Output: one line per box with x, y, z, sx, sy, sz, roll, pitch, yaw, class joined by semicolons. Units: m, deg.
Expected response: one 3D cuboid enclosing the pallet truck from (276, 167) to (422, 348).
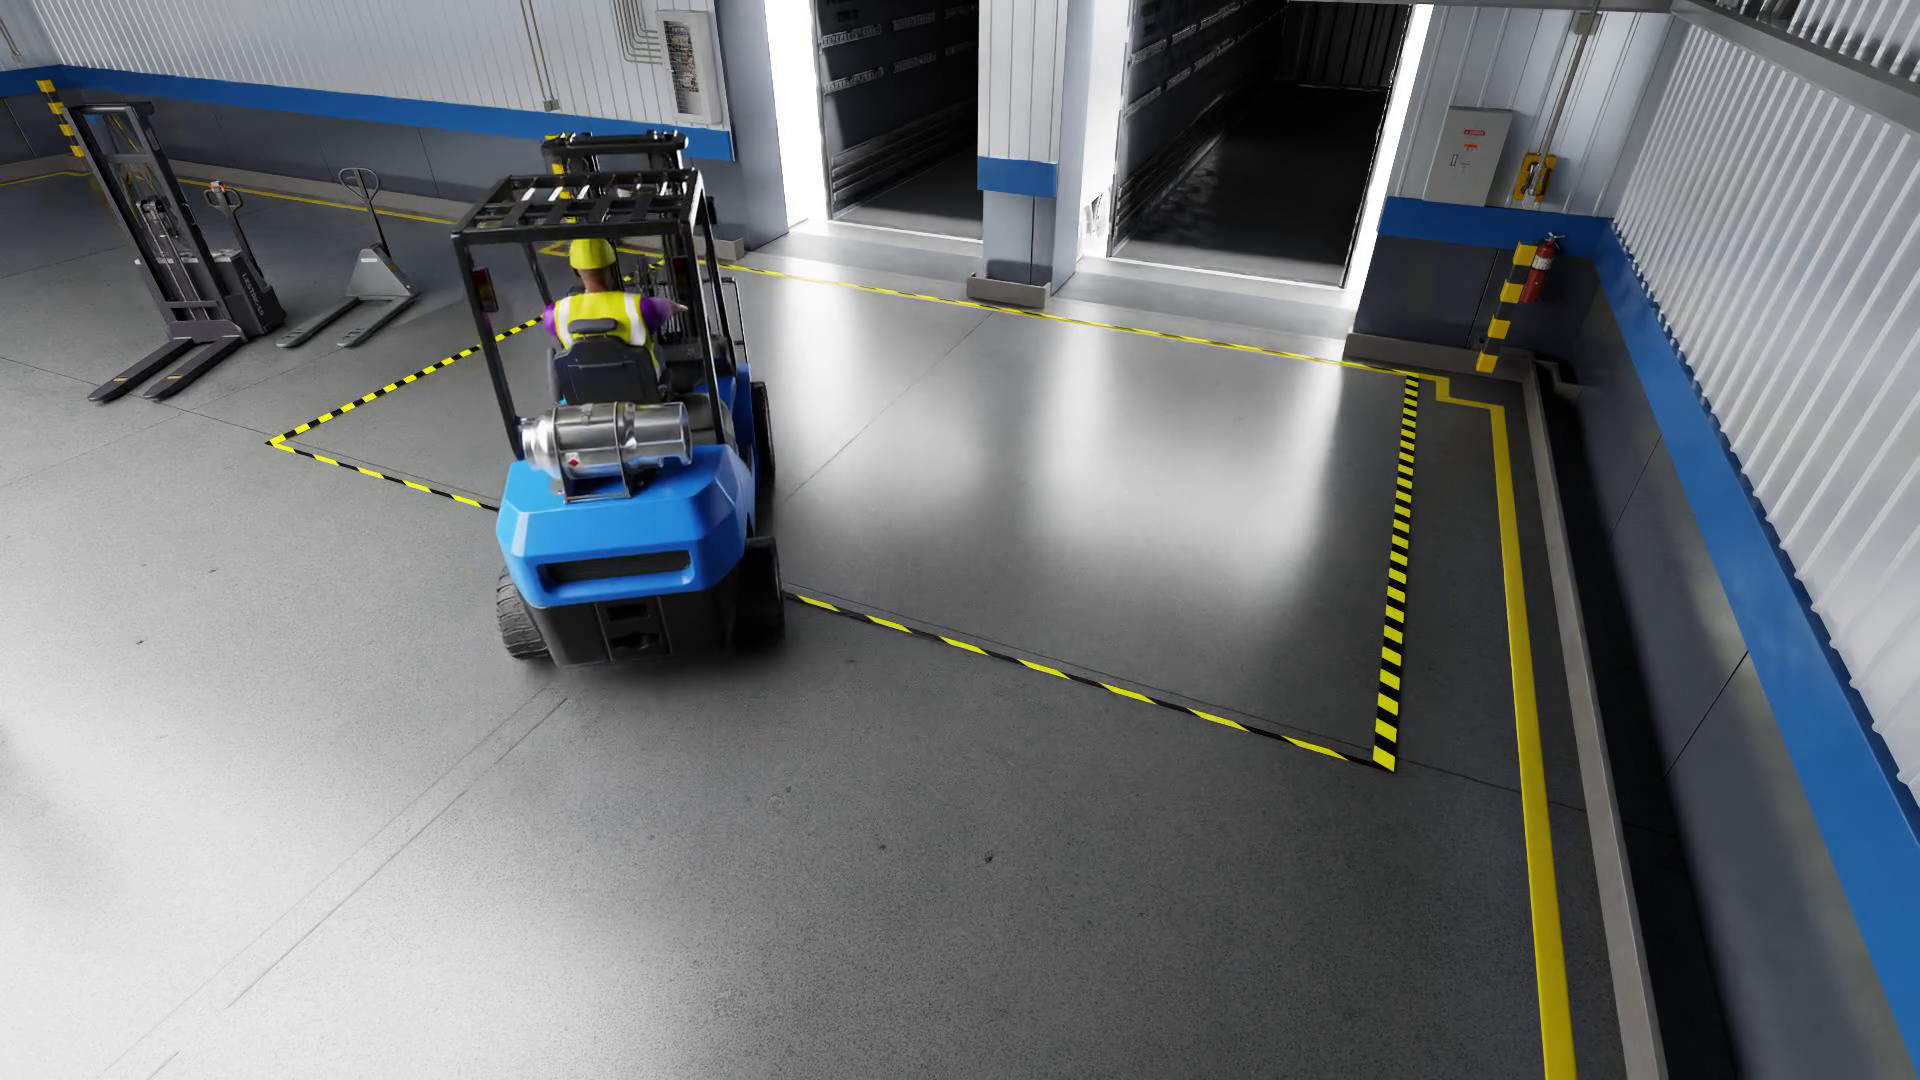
-5.732;-2.611;8.414;0.680;1.201;1.601;-1;35;-1;pallet truck

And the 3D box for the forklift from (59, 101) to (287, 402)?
-6.686;-2.387;7.434;0.823;1.965;1.885;-3;35;-5;forklift

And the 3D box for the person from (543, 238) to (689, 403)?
-1.803;-1.109;4.969;0.635;1.294;1.004;-6;35;-8;person

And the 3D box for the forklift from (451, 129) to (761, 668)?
-1.800;-0.921;5.027;1.157;2.036;2.680;-6;35;-8;forklift
